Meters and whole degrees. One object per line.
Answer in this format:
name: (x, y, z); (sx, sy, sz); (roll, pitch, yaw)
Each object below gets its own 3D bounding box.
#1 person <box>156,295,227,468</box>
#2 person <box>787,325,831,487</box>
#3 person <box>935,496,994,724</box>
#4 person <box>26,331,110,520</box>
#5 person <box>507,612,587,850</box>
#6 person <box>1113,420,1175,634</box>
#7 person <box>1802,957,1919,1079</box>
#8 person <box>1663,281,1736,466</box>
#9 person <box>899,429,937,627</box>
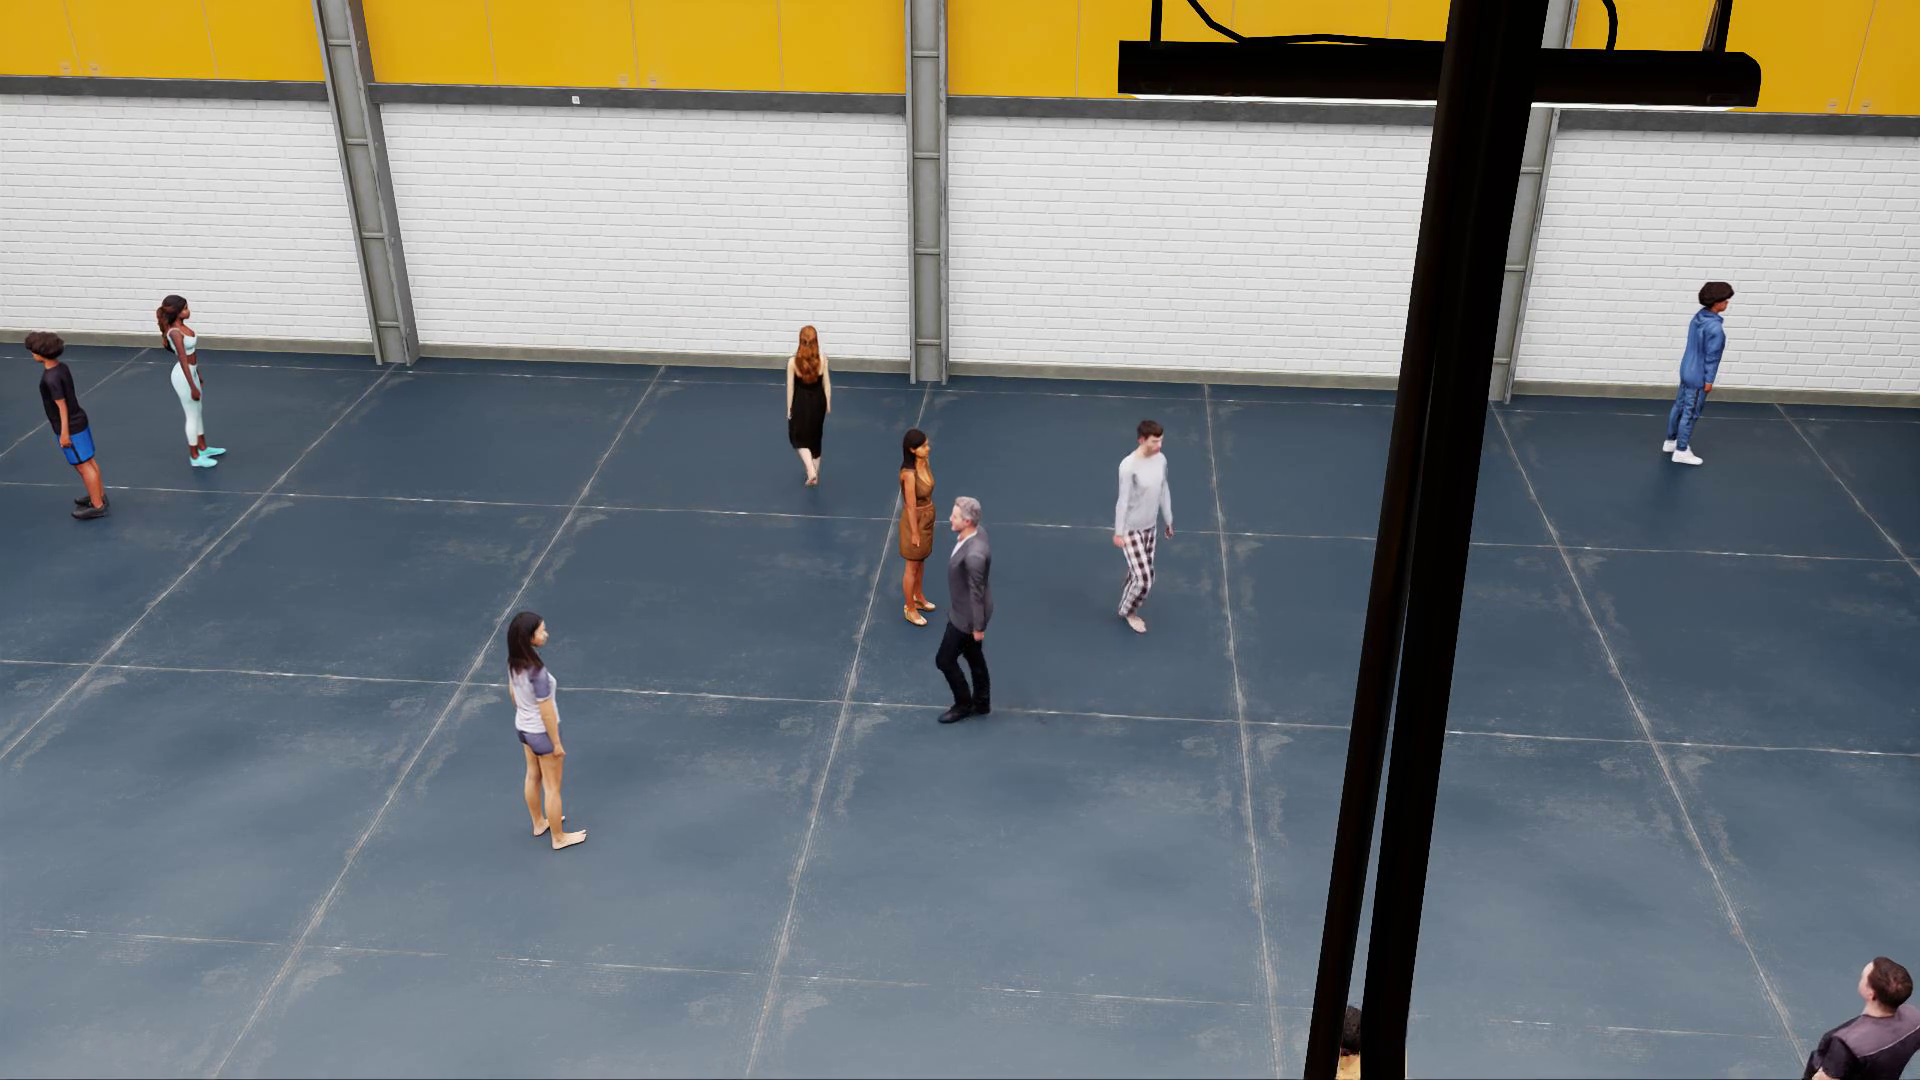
person: (-7.429, -1.536, 15.991); (0.638, 1.724, 0.632); (-8, 30, -14)
person: (-1.396, -1.198, 15.494); (0.803, 1.608, 0.807); (-9, 30, -17)
person: (0.141, 0.517, 12.121); (0.695, 1.827, 0.786); (-1, 29, -1)
person: (-8.041, -1.052, 15.032); (0.671, 1.794, 0.678); (-9, 30, -15)
person: (-2.753, 1.239, 10.896); (0.714, 1.731, 0.645); (-24, 36, -36)
person: (1.367, -0.150, 13.334); (0.819, 1.836, 0.879); (-22, 36, -35)
person: (4.256, 2.757, 7.998); (0.856, 1.843, 0.937); (-12, 31, -21)
person: (7.139, -1.636, 16.087); (0.560, 1.809, 0.682); (1, 29, 1)
person: (-0.347, -0.120, 13.432); (0.563, 1.690, 0.596); (8, 30, 14)
